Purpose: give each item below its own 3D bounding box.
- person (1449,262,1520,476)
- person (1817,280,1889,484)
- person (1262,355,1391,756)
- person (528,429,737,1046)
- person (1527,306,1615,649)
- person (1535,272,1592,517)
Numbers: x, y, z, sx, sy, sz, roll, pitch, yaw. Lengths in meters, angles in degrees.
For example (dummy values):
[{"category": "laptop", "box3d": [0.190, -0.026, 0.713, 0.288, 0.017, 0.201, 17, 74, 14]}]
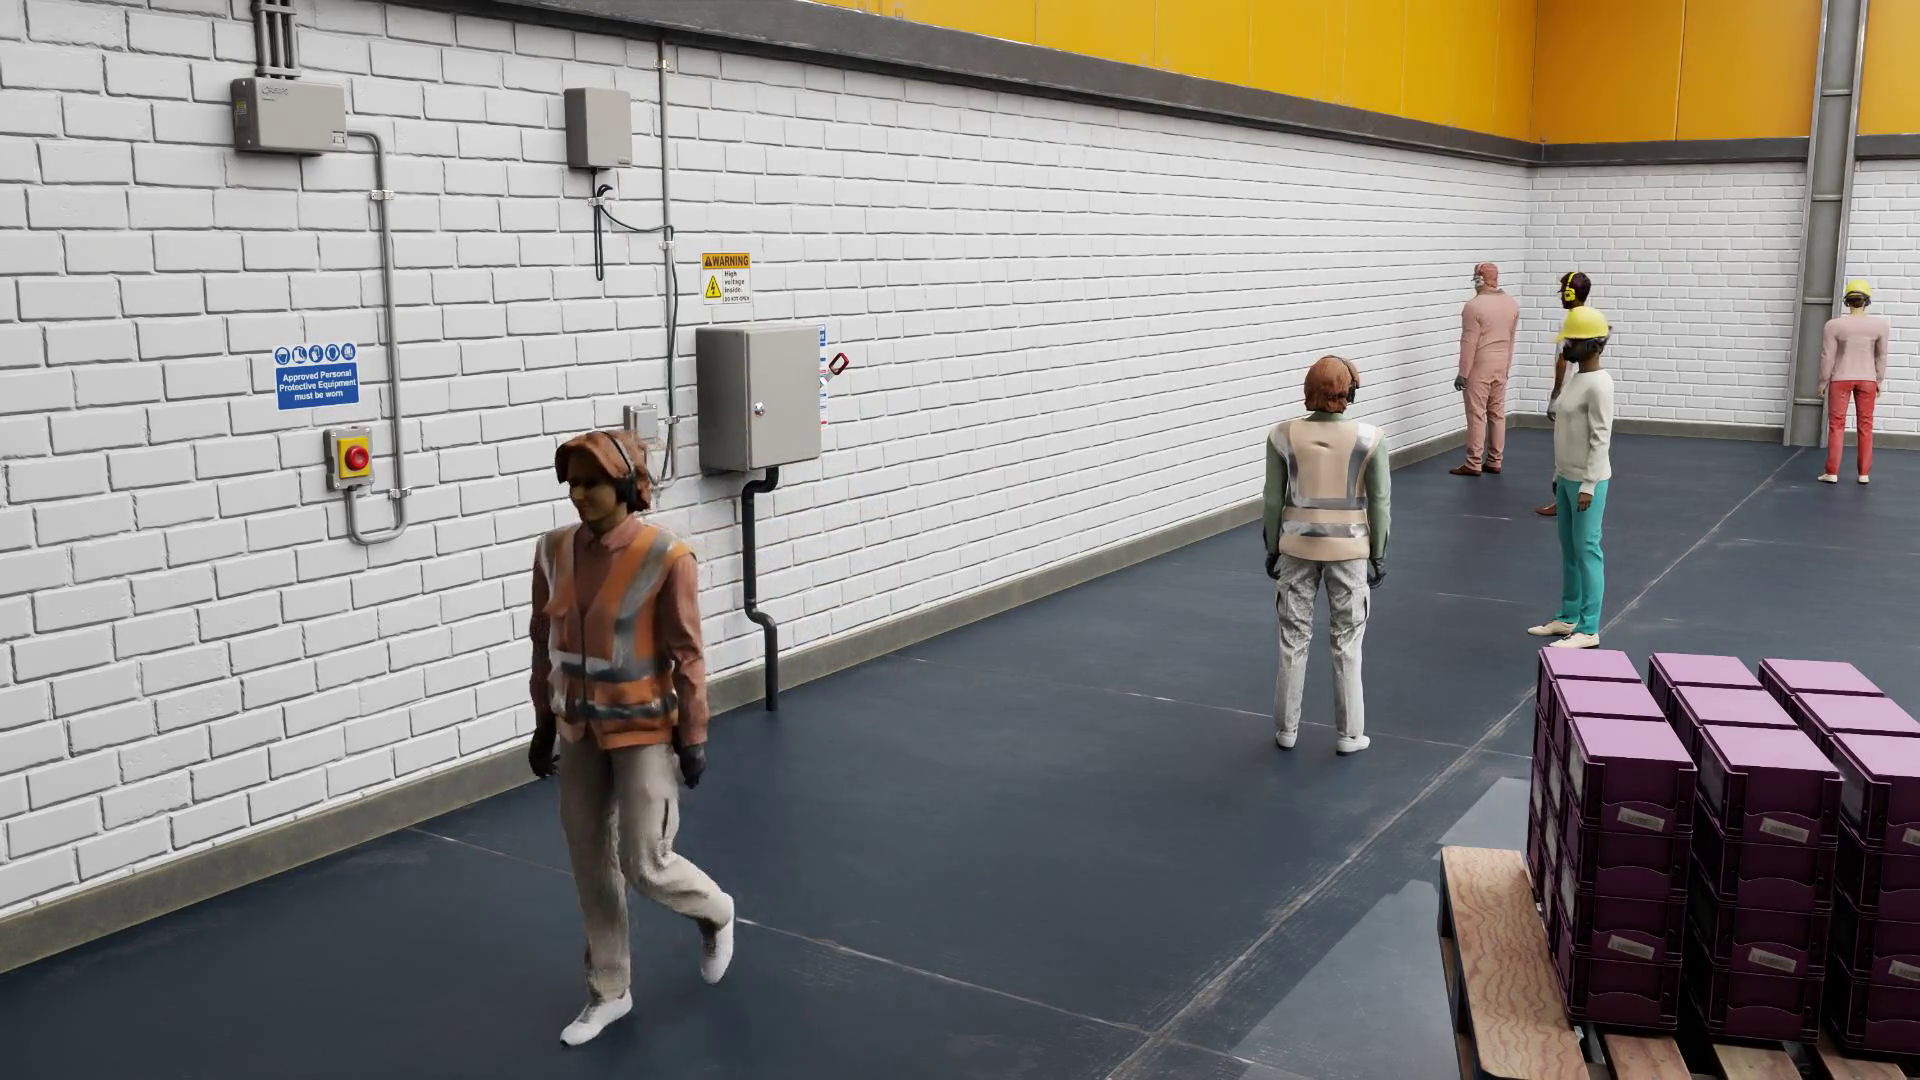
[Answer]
[{"category": "person", "box3d": [4.670, -1.519, 14.876, 0.639, 1.903, 0.409, -6, 12, -32]}, {"category": "person", "box3d": [7.691, -1.355, 14.354, 0.523, 1.762, 0.329, 2, 11, 13]}, {"category": "person", "box3d": [1.488, 0.070, 6.791, 0.519, 1.640, 0.307, 4, 11, 21]}, {"category": "person", "box3d": [-0.875, 0.506, 4.424, 0.519, 1.624, 0.475, 6, 12, 28]}, {"category": "person", "box3d": [3.182, -0.317, 8.585, 0.309, 1.769, 0.524, 0, 10, 2]}, {"category": "person", "box3d": [4.646, -1.096, 12.652, 0.521, 1.861, 0.318, -9, 13, -40]}]
